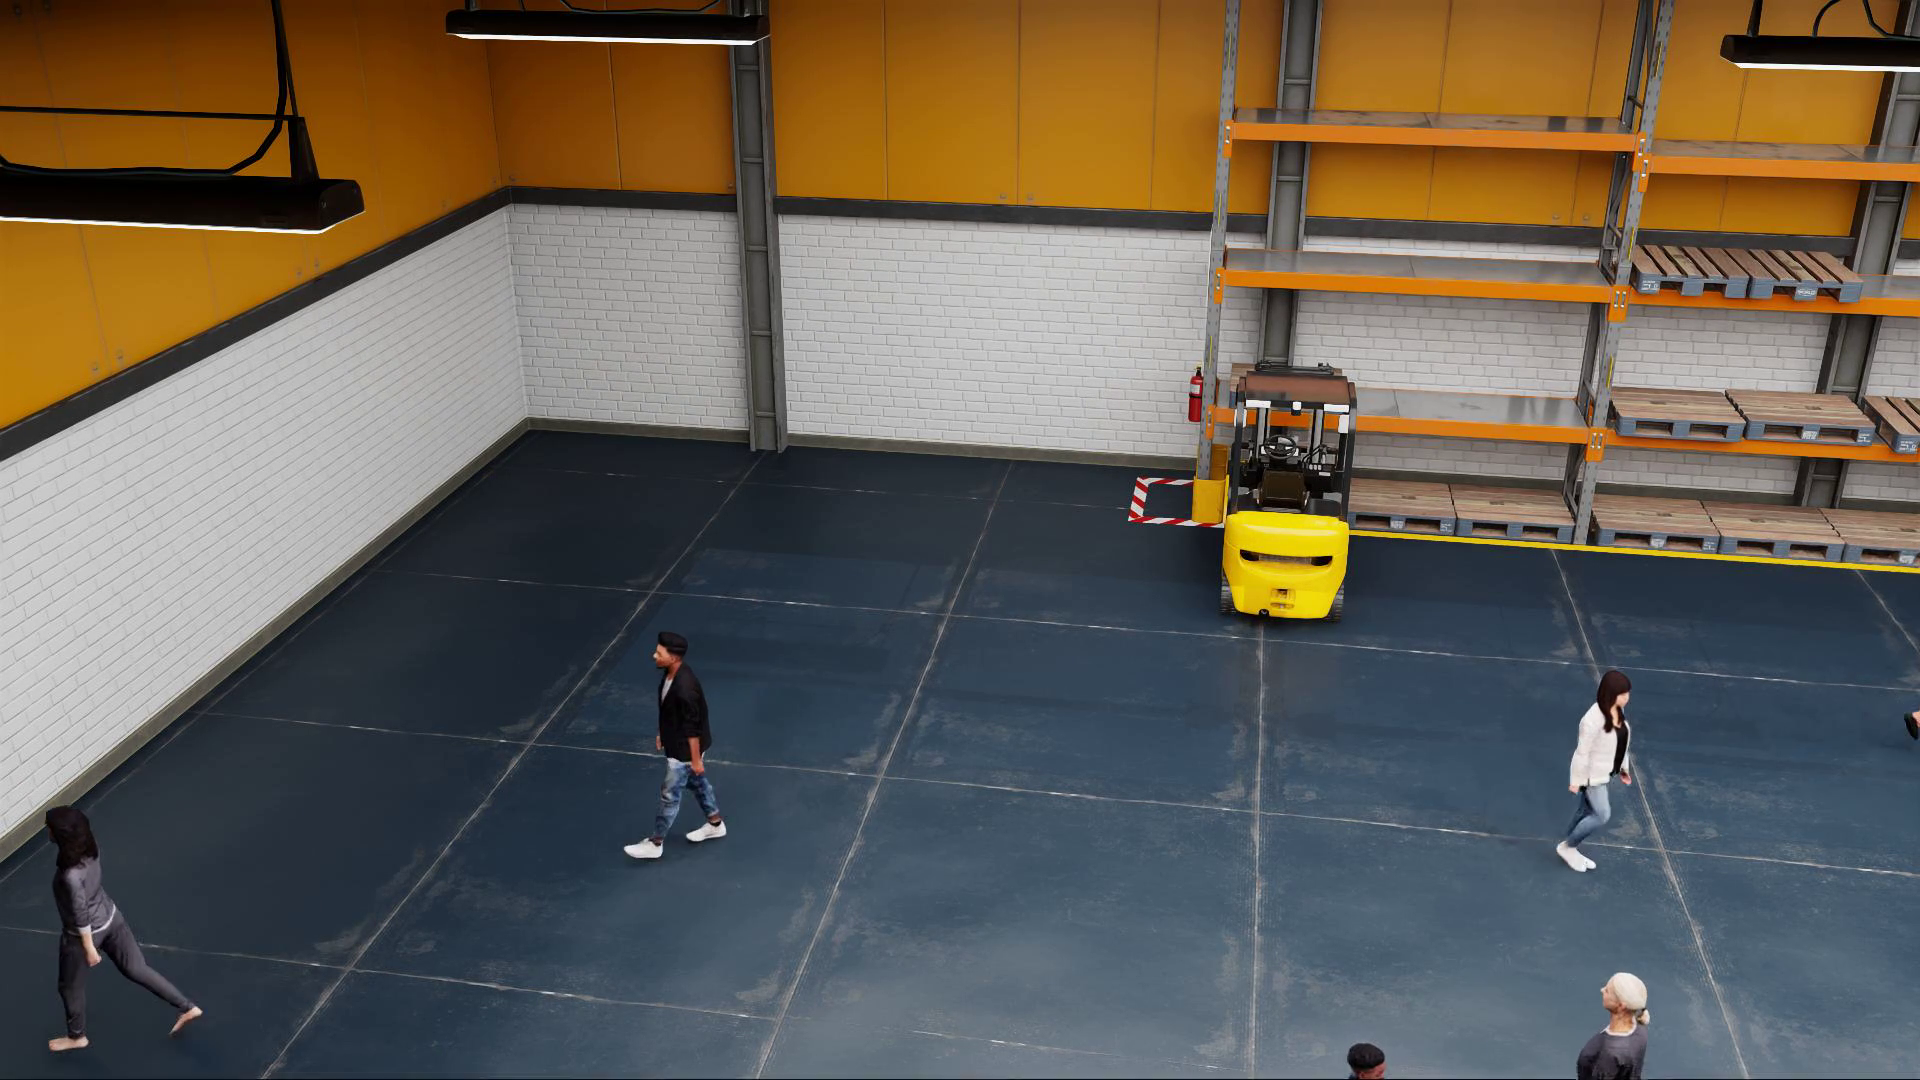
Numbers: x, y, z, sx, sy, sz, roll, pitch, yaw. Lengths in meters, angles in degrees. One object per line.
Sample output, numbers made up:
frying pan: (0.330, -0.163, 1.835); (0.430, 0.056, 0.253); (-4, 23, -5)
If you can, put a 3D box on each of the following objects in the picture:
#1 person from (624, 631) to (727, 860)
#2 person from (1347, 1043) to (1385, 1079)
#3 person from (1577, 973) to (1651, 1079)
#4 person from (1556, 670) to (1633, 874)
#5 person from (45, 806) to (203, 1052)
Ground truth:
person: (-1.932, 1.474, 12.186); (1.150, 1.782, 0.991); (-8, 25, -18)
person: (2.109, 3.205, 8.883); (0.504, 1.256, 0.521); (8, 25, 17)
person: (3.457, 3.042, 8.716); (1.170, 1.688, 0.943); (17, 29, 34)
person: (4.513, 1.636, 12.014); (0.761, 1.623, 0.729); (19, 30, 37)
person: (-5.190, 2.391, 10.167); (1.221, 1.719, 0.802); (-2, 24, -4)
